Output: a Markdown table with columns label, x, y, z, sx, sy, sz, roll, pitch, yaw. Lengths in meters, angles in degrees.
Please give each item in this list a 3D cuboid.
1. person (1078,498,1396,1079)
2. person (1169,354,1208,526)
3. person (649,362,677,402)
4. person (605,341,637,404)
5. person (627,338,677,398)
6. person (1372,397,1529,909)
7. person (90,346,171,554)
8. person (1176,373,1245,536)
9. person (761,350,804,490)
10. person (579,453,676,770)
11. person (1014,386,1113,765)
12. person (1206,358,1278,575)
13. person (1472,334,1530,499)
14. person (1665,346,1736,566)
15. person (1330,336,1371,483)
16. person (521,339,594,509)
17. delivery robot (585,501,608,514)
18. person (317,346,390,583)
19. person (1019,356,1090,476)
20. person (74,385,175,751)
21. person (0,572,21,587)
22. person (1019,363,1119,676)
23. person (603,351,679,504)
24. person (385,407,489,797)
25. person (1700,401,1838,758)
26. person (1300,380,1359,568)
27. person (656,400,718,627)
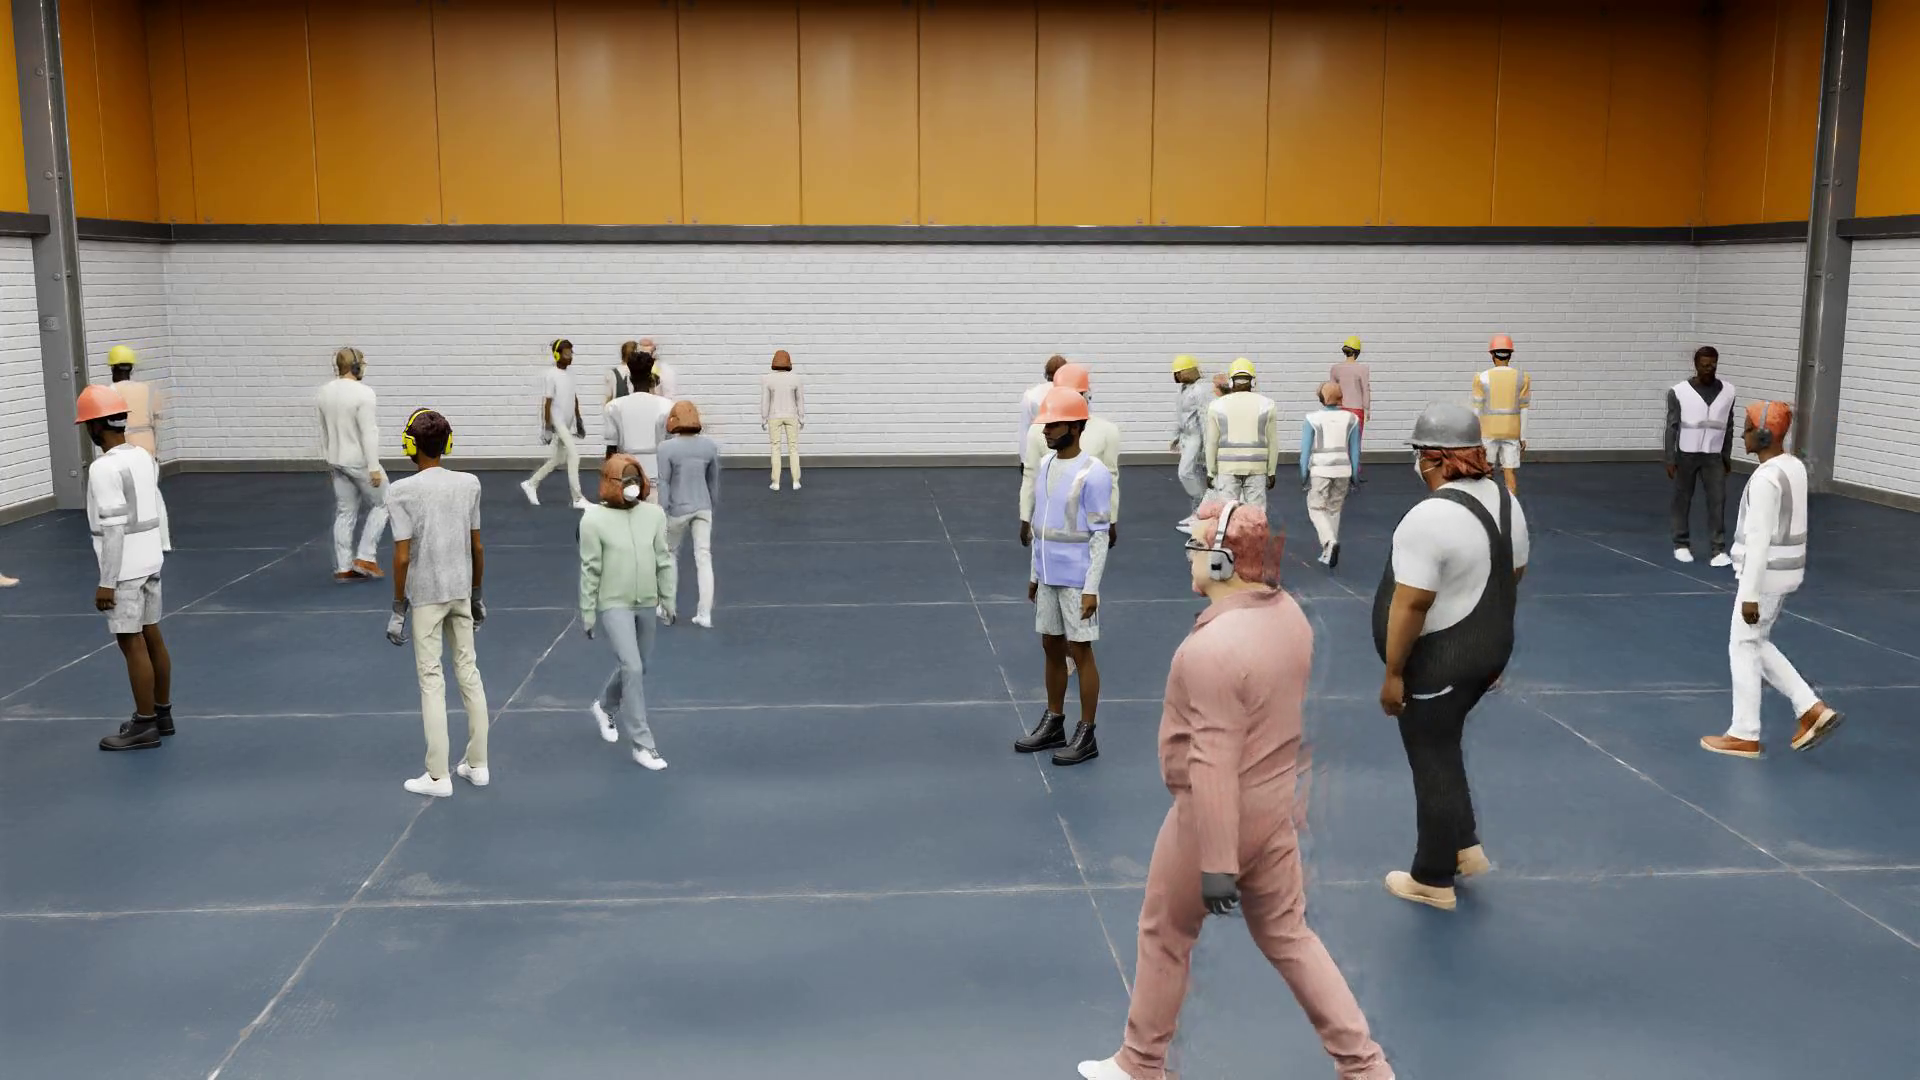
| label | x | y | z | sx | sy | sz | roll | pitch | yaw |
| --- | --- | --- | --- | --- | --- | --- | --- | --- | --- |
| person | 0.841 | 0.808 | 4.864 | 0.976 | 1.875 | 0.645 | 7 | 11 | 37 |
| person | 2.292 | -0.994 | 16.638 | 0.419 | 1.717 | 0.498 | -2 | 9 | -15 |
| person | -2.772 | -0.749 | 14.989 | 0.527 | 1.747 | 0.616 | -3 | 10 | -19 |
| person | -3.586 | -1.242 | 17.944 | 0.517 | 1.811 | 0.867 | 1 | 9 | 9 |
| person | -3.206 | -1.144 | 17.118 | 0.660 | 1.850 | 0.999 | 5 | 10 | 28 |
| person | 1.886 | 0.442 | 6.582 | 0.704 | 2.000 | 0.535 | -8 | 12 | -43 |
| person | -7.505 | -0.810 | 14.999 | 1.032 | 1.861 | 0.598 | 7 | 11 | 36 |
| person | 2.466 | -0.764 | 15.551 | 0.860 | 1.588 | 0.525 | 3 | 9 | 16 |
| person | -2.066 | -1.396 | 19.394 | 0.504 | 1.632 | 0.270 | -2 | 9 | -11 |
| person | -1.743 | 0.335 | 8.613 | 0.507 | 1.602 | 0.770 | -8 | 12 | -43 |
| person | 0.532 | 0.181 | 8.545 | 0.357 | 1.938 | 0.543 | -7 | 11 | -36 |
| person | 2.323 | -0.587 | 13.726 | 0.588 | 1.823 | 0.403 | 1 | 9 | 7 |
| person | 5.234 | -1.030 | 16.164 | 0.543 | 1.934 | 0.368 | 1 | 9 | 9 |
| person | 6.371 | -0.702 | 14.240 | 0.631 | 1.881 | 0.888 | 0 | 9 | 1 |
| person | 4.717 | -1.575 | 20.108 | 0.523 | 1.769 | 0.309 | 7 | 11 | 37 |
| person | -4.333 | -1.247 | 17.864 | 0.873 | 1.831 | 0.507 | 2 | 9 | 13 |
| delivery robot | -3.060 | -0.193 | 14.911 | 0.477 | 0.478 | 0.707 | -7 | 11 | -41 |
| person | -4.907 | -0.609 | 13.548 | 0.661 | 1.920 | 0.512 | 5 | 11 | 31 |
| person | 0.854 | -0.746 | 14.858 | 0.633 | 1.785 | 1.000 | 1 | 9 | 4 |
| person | -4.421 | 0.149 | 8.770 | 0.385 | 1.929 | 0.547 | -1 | 9 | -3 |
| person | -7.973 | -0.435 | 13.257 | 0.687 | 1.664 | 0.561 | -3 | 10 | -18 |
| person | 0.713 | -0.172 | 10.729 | 0.634 | 1.956 | 0.996 | 3 | 10 | 18 |
| person | -2.445 | -0.507 | 12.908 | 0.614 | 1.926 | 0.963 | 0 | 9 | 0 |
| person | -2.523 | 0.300 | 8.005 | 0.335 | 1.873 | 0.520 | 8 | 12 | 41 |
| person | 4.177 | 0.218 | 8.528 | 0.517 | 1.865 | 0.600 | 8 | 12 | 42 |
| person | 3.152 | -0.544 | 14.116 | 0.518 | 1.616 | 0.643 | -1 | 9 | -8 |
| person | -1.996 | -0.199 | 11.970 | 0.520 | 1.600 | 0.750 | -7 | 11 | -36 |
